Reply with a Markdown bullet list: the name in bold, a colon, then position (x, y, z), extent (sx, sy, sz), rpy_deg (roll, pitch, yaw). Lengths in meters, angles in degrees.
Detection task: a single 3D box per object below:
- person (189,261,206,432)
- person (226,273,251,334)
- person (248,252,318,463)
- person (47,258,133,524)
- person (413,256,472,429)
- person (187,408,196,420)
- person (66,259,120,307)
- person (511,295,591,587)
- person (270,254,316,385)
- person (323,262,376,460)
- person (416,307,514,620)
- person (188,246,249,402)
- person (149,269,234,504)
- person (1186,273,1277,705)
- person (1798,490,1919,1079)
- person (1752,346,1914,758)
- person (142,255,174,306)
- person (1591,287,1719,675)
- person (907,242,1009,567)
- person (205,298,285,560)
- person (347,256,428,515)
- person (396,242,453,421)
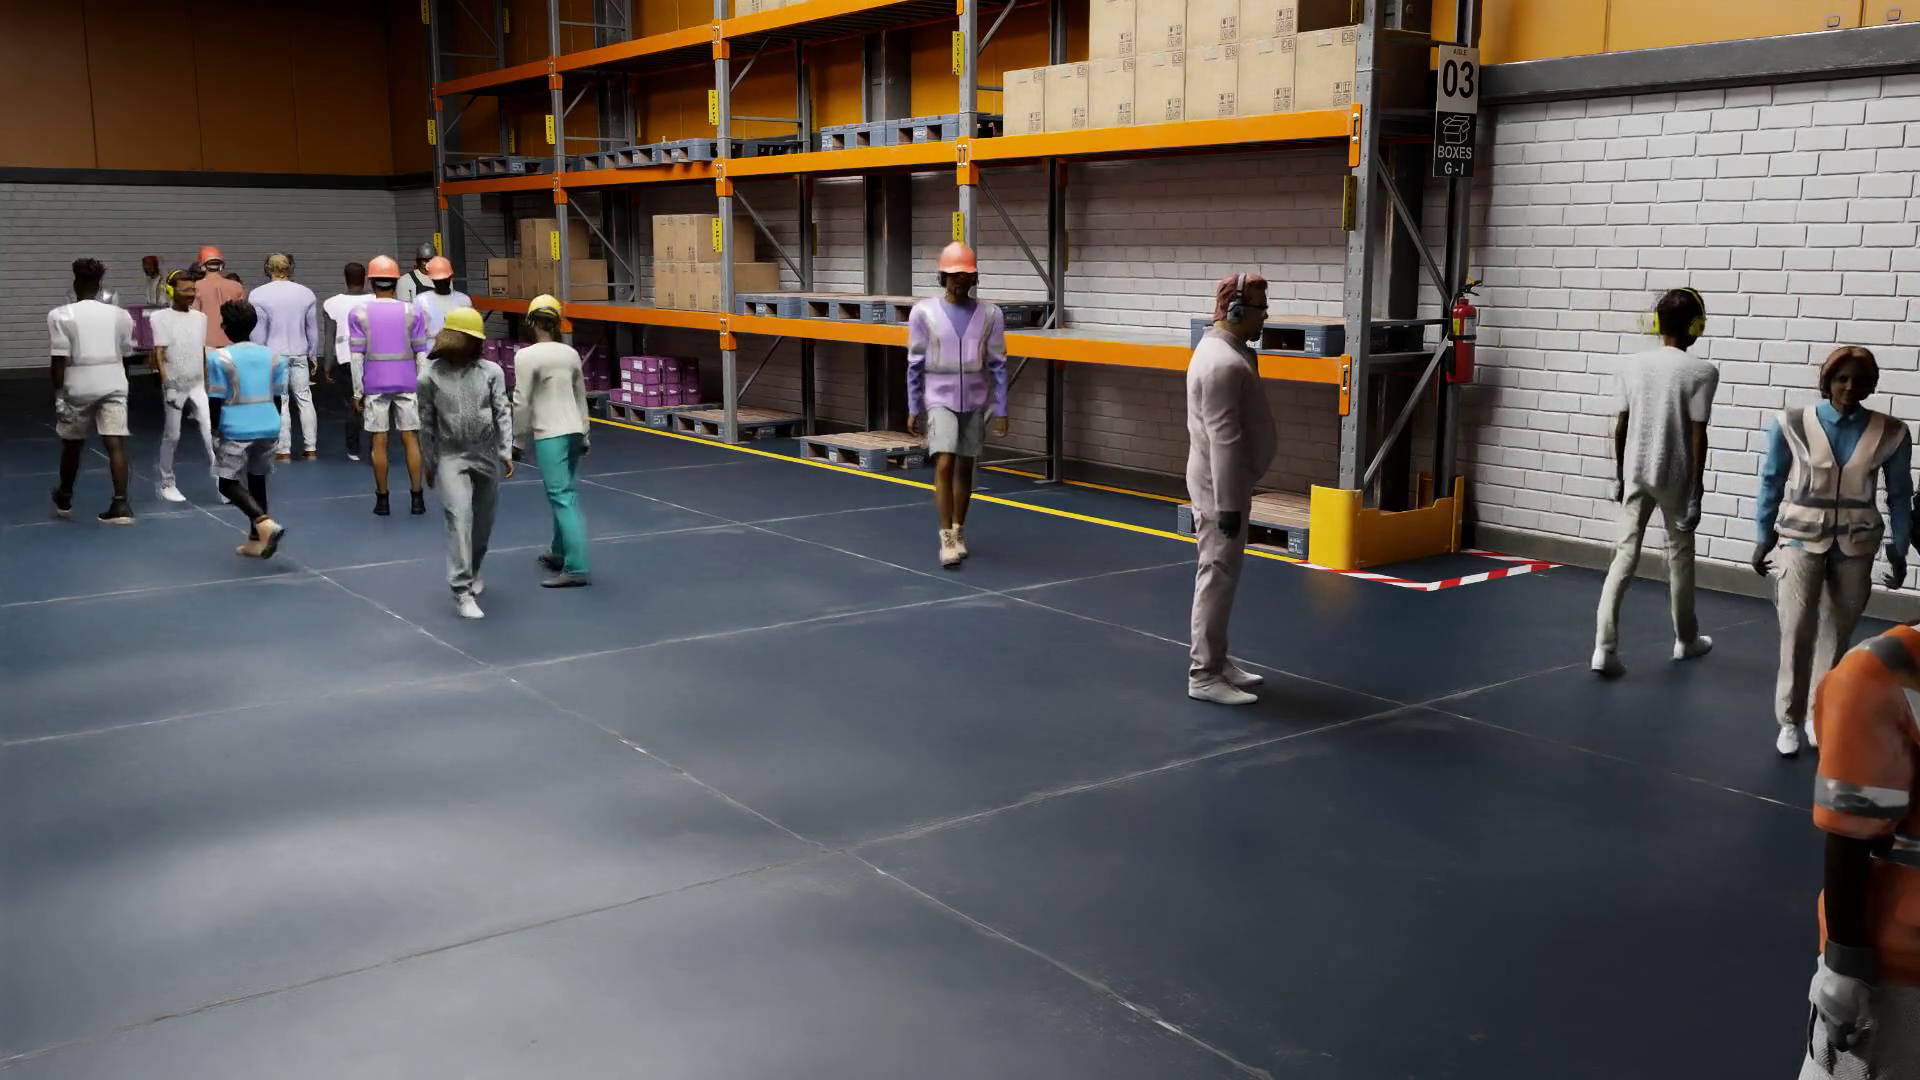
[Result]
- **person**: position (-8.162, -2.102, 18.046), extent (0.646, 1.839, 0.454), rpy_deg (7, 12, 34)
- **person**: position (-10.891, -3.213, 24.961), extent (0.548, 1.586, 0.814), rpy_deg (-9, 13, -40)
- **person**: position (-6.229, -1.677, 15.366), extent (0.352, 1.937, 0.635), rpy_deg (9, 14, 41)
- **person**: position (-6.348, -1.083, 12.117), extent (0.982, 1.905, 0.627), rpy_deg (9, 14, 43)
- **person**: position (-4.817, -1.698, 15.581), extent (0.547, 1.906, 0.403), rpy_deg (-4, 11, -23)
- **person**: position (-8.761, -2.198, 19.176), extent (0.497, 1.626, 0.288), rpy_deg (-8, 13, -39)
- **person**: position (-10.341, -2.440, 19.941), extent (0.590, 1.833, 0.403), rpy_deg (-3, 11, -18)
- **person**: position (-2.445, -0.602, 9.988), extent (0.692, 1.713, 0.600), rpy_deg (5, 11, 25)
- **person**: position (-9.642, -3.129, 23.666), extent (0.774, 1.881, 0.652), rpy_deg (-1, 10, -8)
- **person**: position (-5.510, -1.619, 15.285), extent (0.623, 1.860, 1.002), rpy_deg (-4, 11, -20)
- **person**: position (-2.756, -0.457, 9.275), extent (0.480, 1.675, 0.908), rpy_deg (-7, 12, -33)
- **person**: position (-7.763, -2.067, 17.400), extent (0.622, 1.990, 0.402), rpy_deg (-10, 14, -44)
- **person**: position (-5.966, -1.168, 12.863), extent (0.954, 1.815, 0.523), rpy_deg (7, 12, 34)
- **person**: position (1.194, -0.223, 7.358), extent (0.400, 1.896, 0.649), rpy_deg (1, 10, 8)
- **person**: position (1.636, 0.692, 2.778), extent (0.542, 1.695, 0.316), rpy_deg (-4, 11, -21)
- **person**: position (3.423, 0.058, 6.515), extent (0.547, 1.615, 0.590), rpy_deg (3, 11, 19)
- **person**: position (-11.295, -3.100, 23.563), extent (0.582, 1.864, 0.436), rpy_deg (9, 13, 41)
- **person**: position (3.289, -0.274, 7.864), extent (0.981, 1.828, 0.538), rpy_deg (-9, 13, -41)
- **person**: position (0.014, -0.832, 10.401), extent (0.637, 2.018, 0.824), rpy_deg (-2, 10, -12)
- **person**: position (-4.475, -0.679, 10.502), extent (0.588, 1.687, 0.556), rpy_deg (6, 12, 32)
- **person**: position (-4.235, -1.118, 12.366), extent (0.552, 1.945, 0.544), rpy_deg (-4, 11, -22)
- **person**: position (-6.067, -2.396, 19.110), extent (0.672, 2.000, 0.536), rpy_deg (-10, 14, -43)
